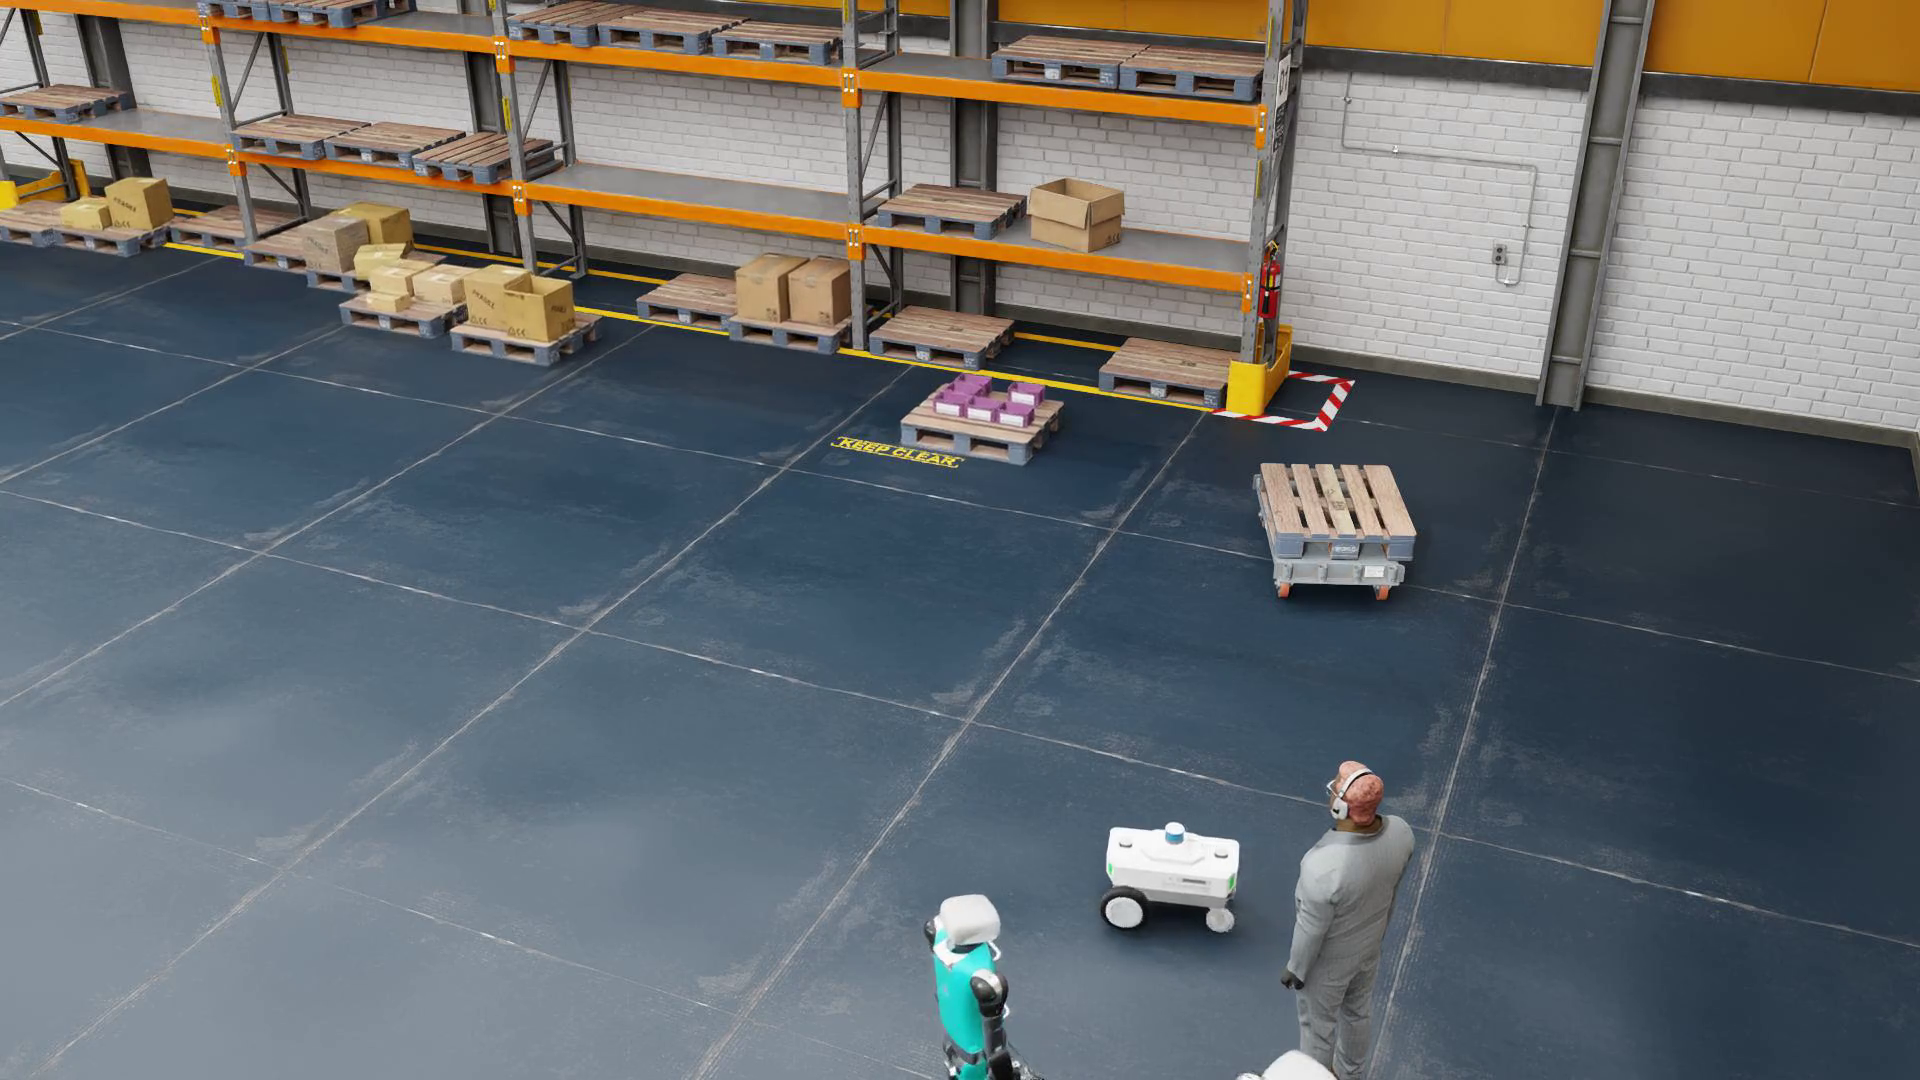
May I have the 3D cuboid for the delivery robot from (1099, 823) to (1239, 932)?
[{"bbox_3d":[1.158,1.812,9.094,0.767,0.583,0.499,5,28,9],"label":"delivery robot"}]

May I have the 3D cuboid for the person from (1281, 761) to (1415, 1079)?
[{"bbox_3d":[1.715,1.831,7.598,0.641,1.908,0.414,-19,33,-32],"label":"person"}]

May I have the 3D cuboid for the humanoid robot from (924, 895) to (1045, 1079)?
[{"bbox_3d":[0.219,2.222,7.046,0.669,1.817,0.554,-14,30,-25],"label":"humanoid robot"}]

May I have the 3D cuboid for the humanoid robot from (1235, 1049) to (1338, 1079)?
[{"bbox_3d":[1.004,2.751,6.013,0.531,1.767,0.961,20,34,34],"label":"humanoid robot"}]
